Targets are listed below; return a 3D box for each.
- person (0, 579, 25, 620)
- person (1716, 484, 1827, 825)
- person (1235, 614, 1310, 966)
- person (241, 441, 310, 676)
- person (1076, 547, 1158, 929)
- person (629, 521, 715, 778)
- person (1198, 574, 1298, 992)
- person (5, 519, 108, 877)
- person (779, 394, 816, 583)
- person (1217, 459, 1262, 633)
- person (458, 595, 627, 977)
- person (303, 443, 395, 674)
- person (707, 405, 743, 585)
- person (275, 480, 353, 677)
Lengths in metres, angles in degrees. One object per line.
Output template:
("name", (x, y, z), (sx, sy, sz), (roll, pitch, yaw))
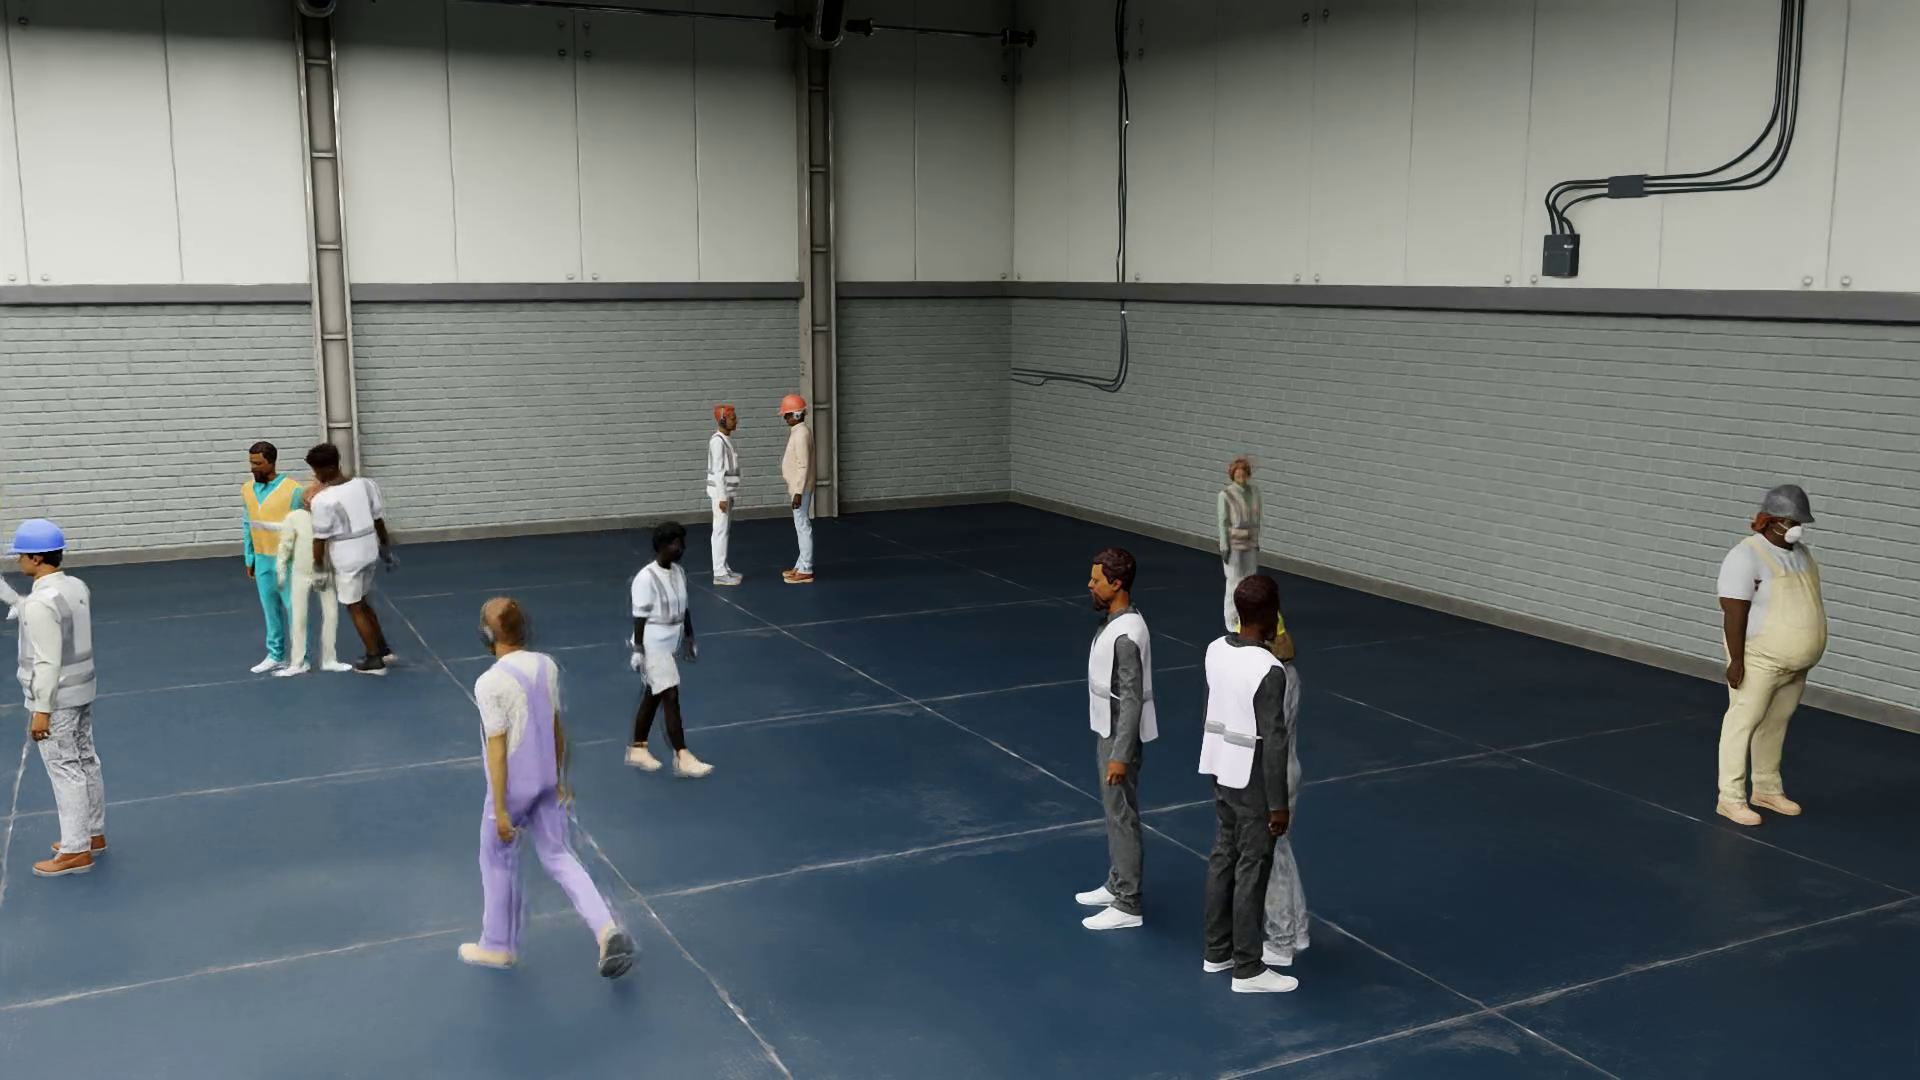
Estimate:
("person", (-9.195, -0.023, 15.524), (0.798, 1.610, 0.526), (-3, 10, -16))
("person", (4.859, 0.670, 9.899), (0.688, 2.000, 0.537), (-5, 10, -28))
("person", (1.478, 1.153, 7.885), (0.432, 1.730, 0.504), (5, 10, 27))
("person", (-5.564, 0.145, 13.542), (0.593, 1.912, 0.381), (3, 10, 20))
("person", (0.796, 0.984, 8.340), (0.379, 1.918, 0.596), (0, 9, -1))
("person", (-1.846, 0.708, 10.800), (0.799, 1.656, 0.544), (3, 10, 18))
("person", (1.308, 1.103, 7.605), (0.378, 1.918, 0.598), (-3, 10, -20))
("person", (-4.924, 0.850, 9.075), (0.398, 1.945, 0.616), (-2, 9, -10))
("person", (-1.706, -0.543, 17.536), (0.386, 1.989, 0.608), (-1, 9, -6))
("person", (2.563, 0.050, 15.040), (0.667, 1.606, 0.353), (-8, 12, -39))
("person", (-1.942, 1.153, 7.680), (0.888, 1.802, 0.513), (5, 10, 27))
("person", (-4.913, 0.158, 13.434), (0.455, 1.912, 0.699), (4, 10, 21))
("person", (-2.469, -0.477, 17.454), (0.356, 1.882, 0.576), (0, 9, 0))
("person", (-5.266, 0.309, 13.452), (0.636, 1.615, 0.289), (-6, 11, -31))
